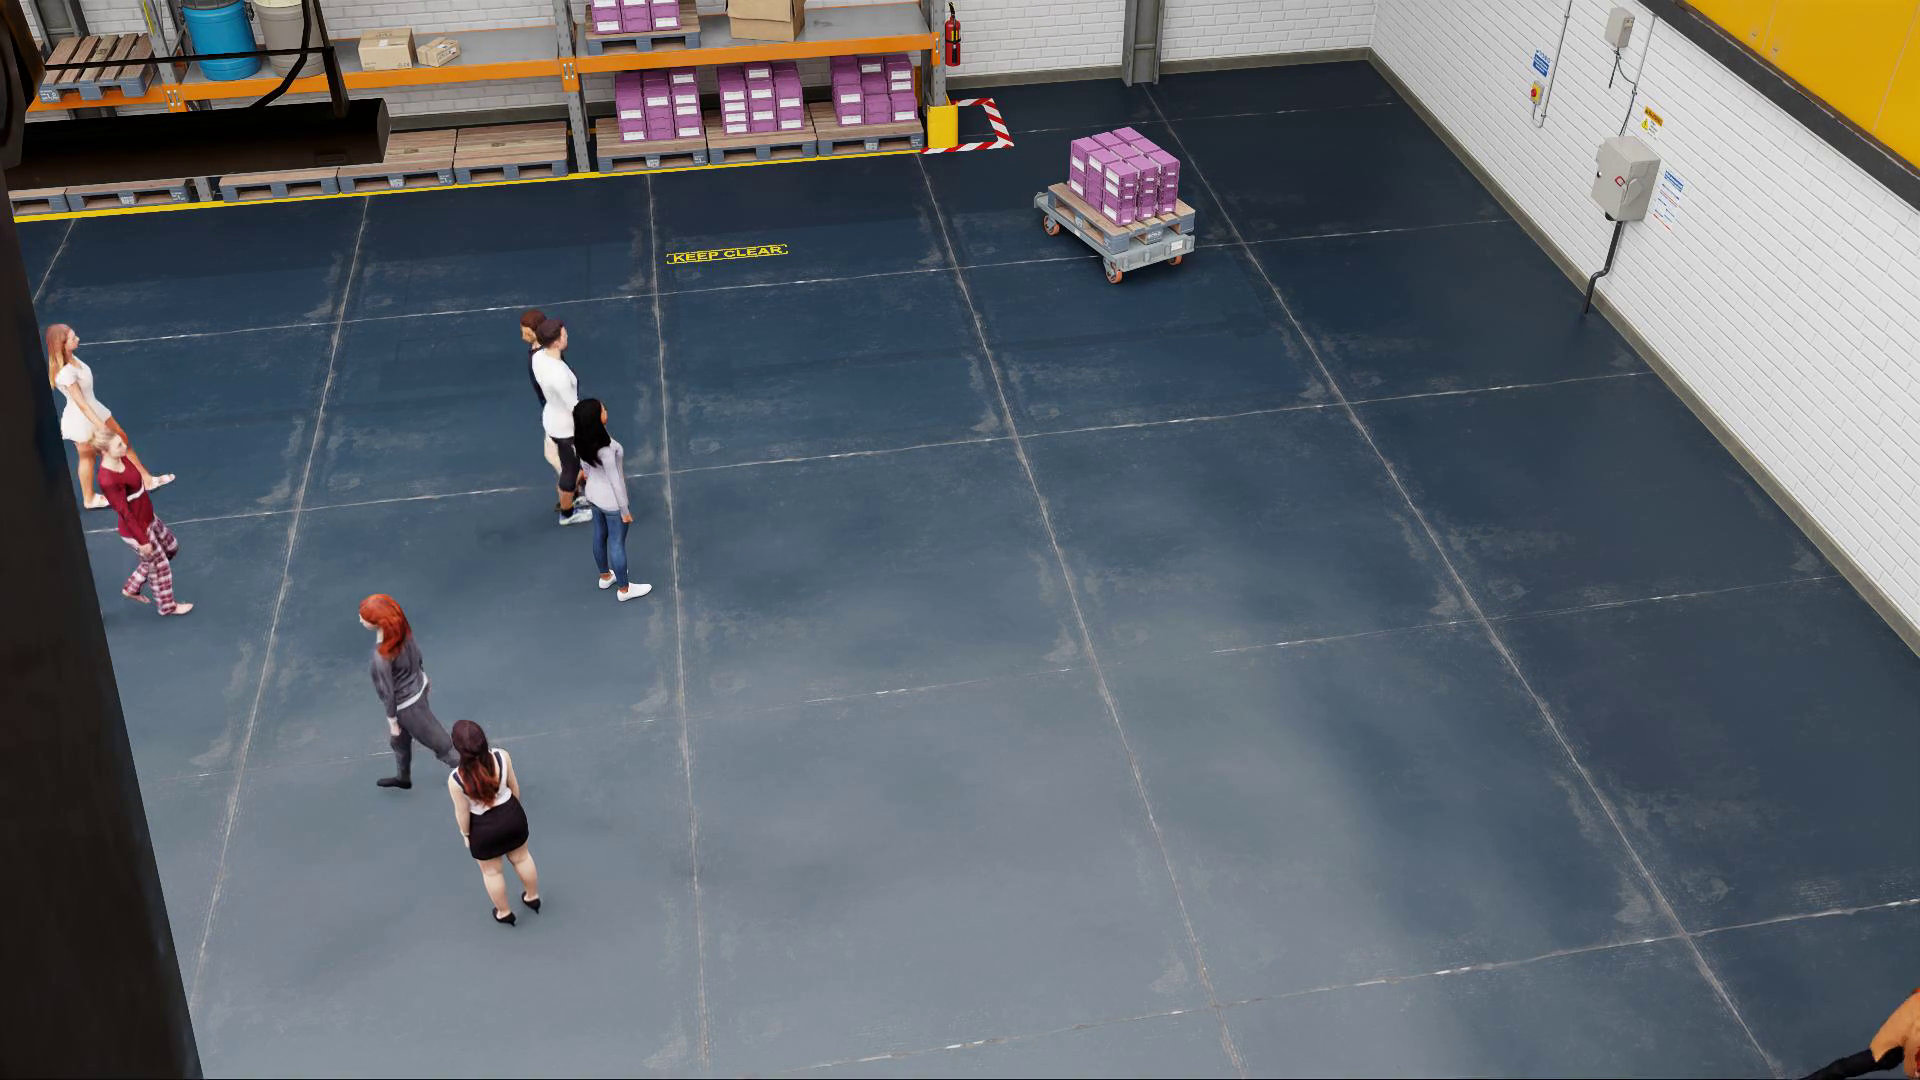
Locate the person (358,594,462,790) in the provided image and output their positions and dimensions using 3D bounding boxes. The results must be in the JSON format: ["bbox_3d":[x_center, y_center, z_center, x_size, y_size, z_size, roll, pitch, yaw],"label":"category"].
[{"bbox_3d":[-3.417,1.053,10.598,1.194,1.742,0.766,2,39,2],"label":"person"}]

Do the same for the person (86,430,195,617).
[{"bbox_3d":[-6.055,-0.108,12.096,0.724,1.686,0.677,-11,40,-13],"label":"person"}]

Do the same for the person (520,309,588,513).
[{"bbox_3d":[-3.112,-1.068,13.186,0.634,1.826,0.859,-4,39,-5],"label":"person"}]

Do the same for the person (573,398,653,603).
[{"bbox_3d":[-2.628,-0.302,12.299,0.707,1.736,0.687,-31,48,-33],"label":"person"}]

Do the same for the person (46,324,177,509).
[{"bbox_3d":[-7.014,-0.941,13.157,0.974,1.663,0.673,-12,40,-14],"label":"person"}]

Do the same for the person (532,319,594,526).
[{"bbox_3d":[-3.163,-0.866,12.923,0.750,1.839,0.764,-18,42,-21],"label":"person"}]

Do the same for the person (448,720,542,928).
[{"bbox_3d":[-2.764,1.688,9.877,0.593,1.649,0.692,-28,46,-31],"label":"person"}]
